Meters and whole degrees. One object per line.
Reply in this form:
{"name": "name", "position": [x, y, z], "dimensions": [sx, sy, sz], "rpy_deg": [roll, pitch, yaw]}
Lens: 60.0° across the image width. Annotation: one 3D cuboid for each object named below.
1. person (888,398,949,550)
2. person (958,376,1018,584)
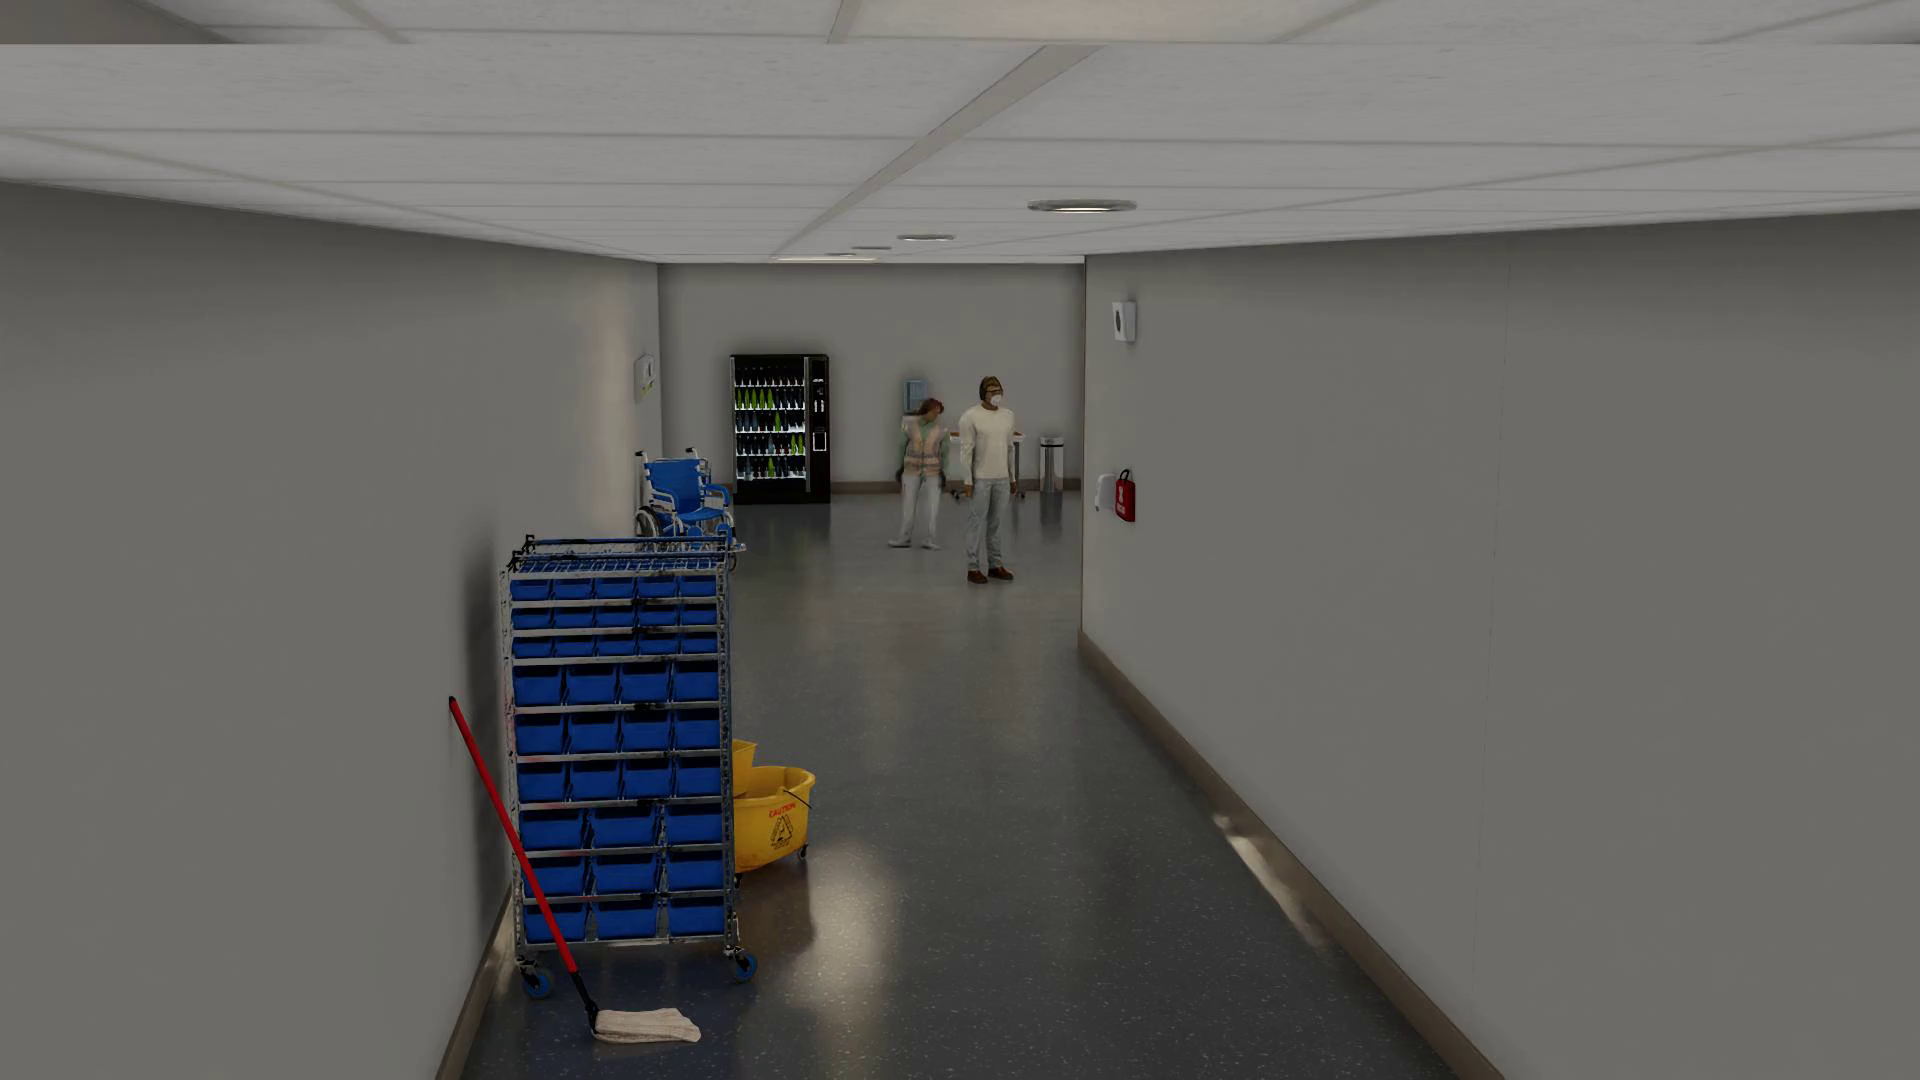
{"name": "person", "position": [-0.439, -0.684, 17.334], "dimensions": [0.666, 1.605, 0.370], "rpy_deg": [1, 9, 6]}
{"name": "person", "position": [0.278, -0.570, 15.597], "dimensions": [0.627, 1.940, 0.372], "rpy_deg": [-7, 11, -37]}
